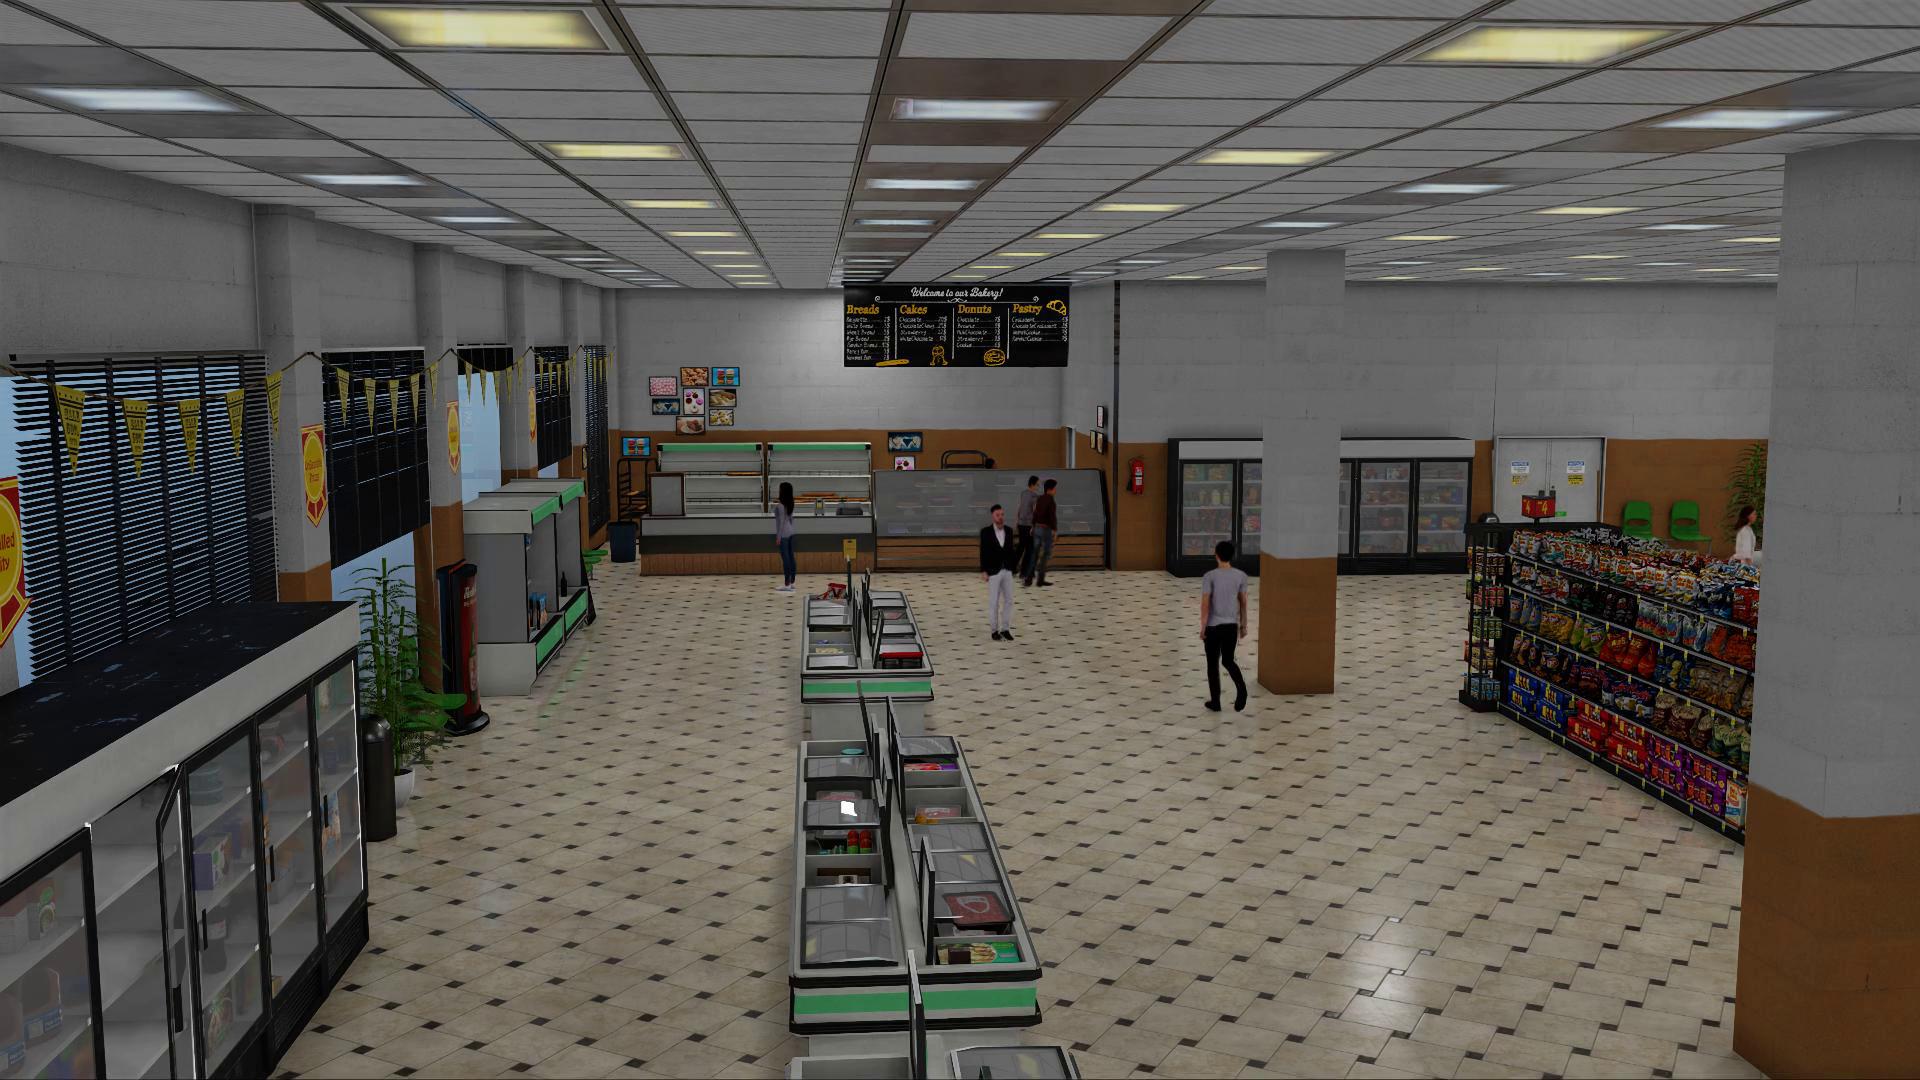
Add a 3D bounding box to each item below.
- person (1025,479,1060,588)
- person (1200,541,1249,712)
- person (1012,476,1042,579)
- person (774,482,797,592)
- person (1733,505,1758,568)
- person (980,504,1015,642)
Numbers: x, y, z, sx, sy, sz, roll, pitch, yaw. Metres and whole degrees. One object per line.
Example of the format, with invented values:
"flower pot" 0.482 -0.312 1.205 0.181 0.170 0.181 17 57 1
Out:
"person" 1.297 -0.112 26.980 0.783 1.750 0.939 6 9 41
"person" 2.827 0.956 17.738 0.776 1.847 1.021 -2 7 -16
"person" 1.082 -0.208 27.889 0.936 1.722 0.769 -6 9 -43
"person" -2.782 -0.066 26.655 0.741 1.735 0.606 2 7 19
"person" 10.965 0.349 23.455 0.771 1.679 0.657 2 7 17
"person" 0.466 0.434 22.157 0.772 1.822 0.806 -3 7 -20
